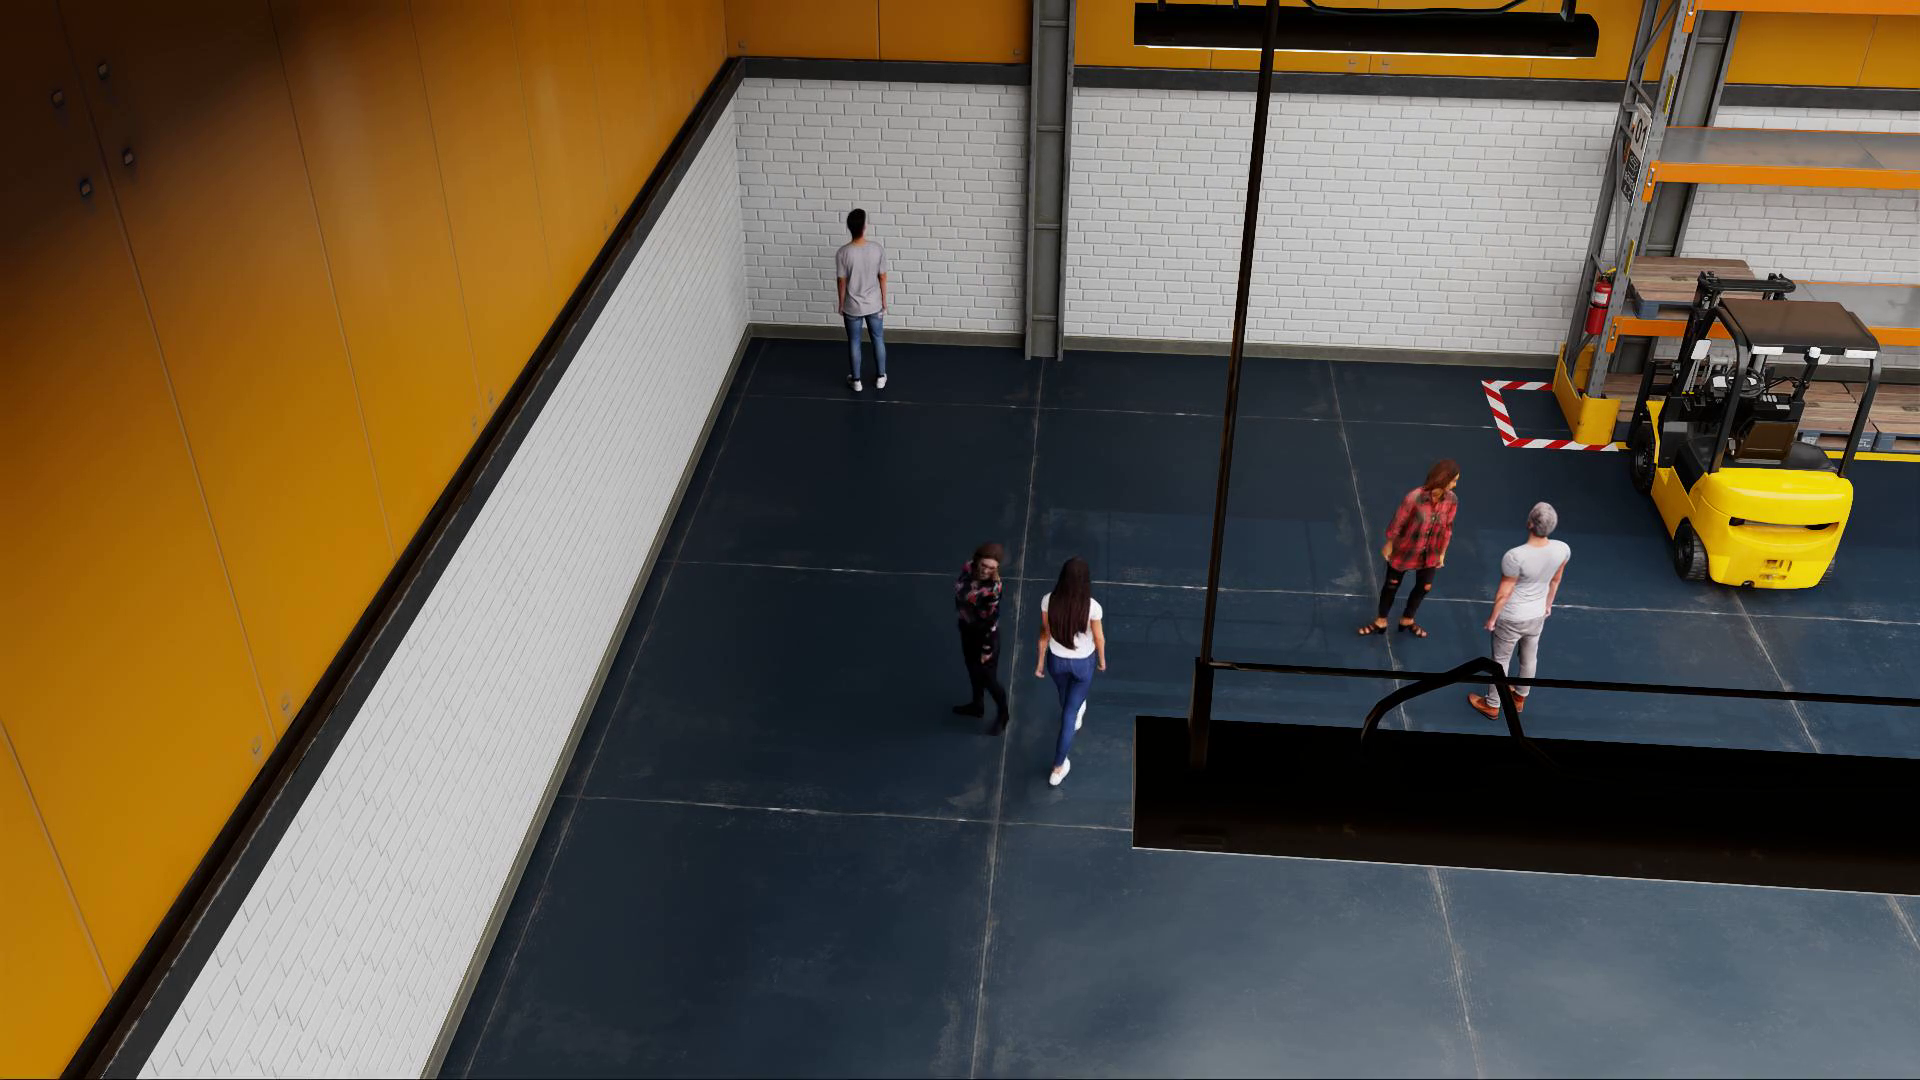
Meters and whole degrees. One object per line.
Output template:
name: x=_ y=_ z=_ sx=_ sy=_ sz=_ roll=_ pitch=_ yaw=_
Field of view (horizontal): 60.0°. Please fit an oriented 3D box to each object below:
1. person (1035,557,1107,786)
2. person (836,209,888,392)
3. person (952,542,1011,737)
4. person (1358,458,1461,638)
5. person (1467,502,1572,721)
person: x=0.744 y=0.957 z=11.673 sx=1.109 sy=1.725 sz=0.894 roll=13 pitch=36 yaw=18
person: x=-0.969 y=-2.380 z=16.548 sx=0.621 sy=1.886 sz=0.796 roll=-7 pitch=34 yaw=-11
person: x=0.133 y=0.656 z=12.183 sx=0.773 sy=1.662 sz=0.750 roll=-8 pitch=34 yaw=-11
person: x=3.502 y=0.077 z=13.040 sx=0.581 sy=1.678 sz=0.837 roll=4 pitch=34 yaw=6
person: x=4.132 y=0.532 z=12.217 sx=0.660 sy=1.831 sz=0.825 roll=-11 pitch=35 yaw=-16
